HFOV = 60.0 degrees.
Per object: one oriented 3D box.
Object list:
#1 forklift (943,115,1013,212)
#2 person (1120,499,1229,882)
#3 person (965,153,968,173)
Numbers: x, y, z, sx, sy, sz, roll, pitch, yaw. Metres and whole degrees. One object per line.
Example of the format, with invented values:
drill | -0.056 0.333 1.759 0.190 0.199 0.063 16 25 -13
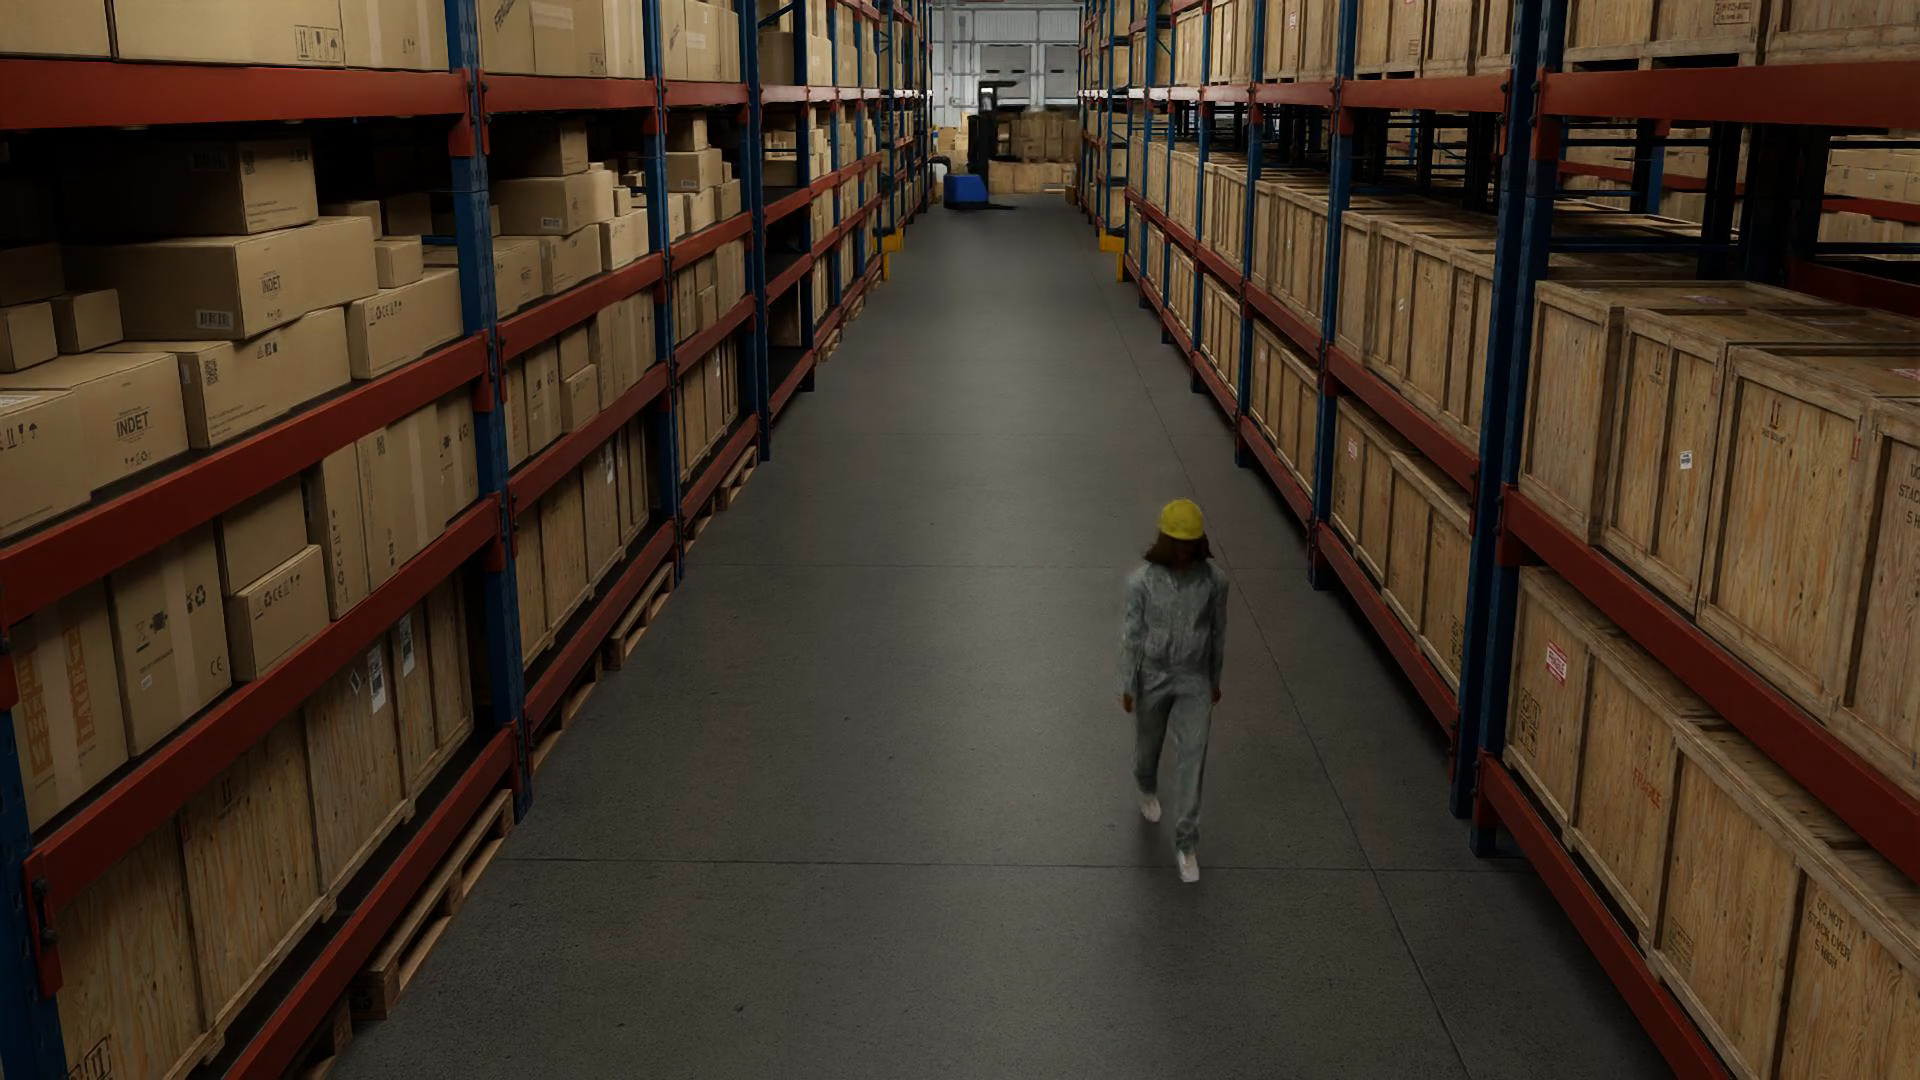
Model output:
forklift | 0.518 -11.309 49.868 1.873 2.768 1.129 -7 16 -23
person | 0.984 0.617 7.714 0.490 1.702 0.886 0 15 -1
person | 0.384 -11.781 54.055 0.534 1.598 0.856 -12 19 -38
